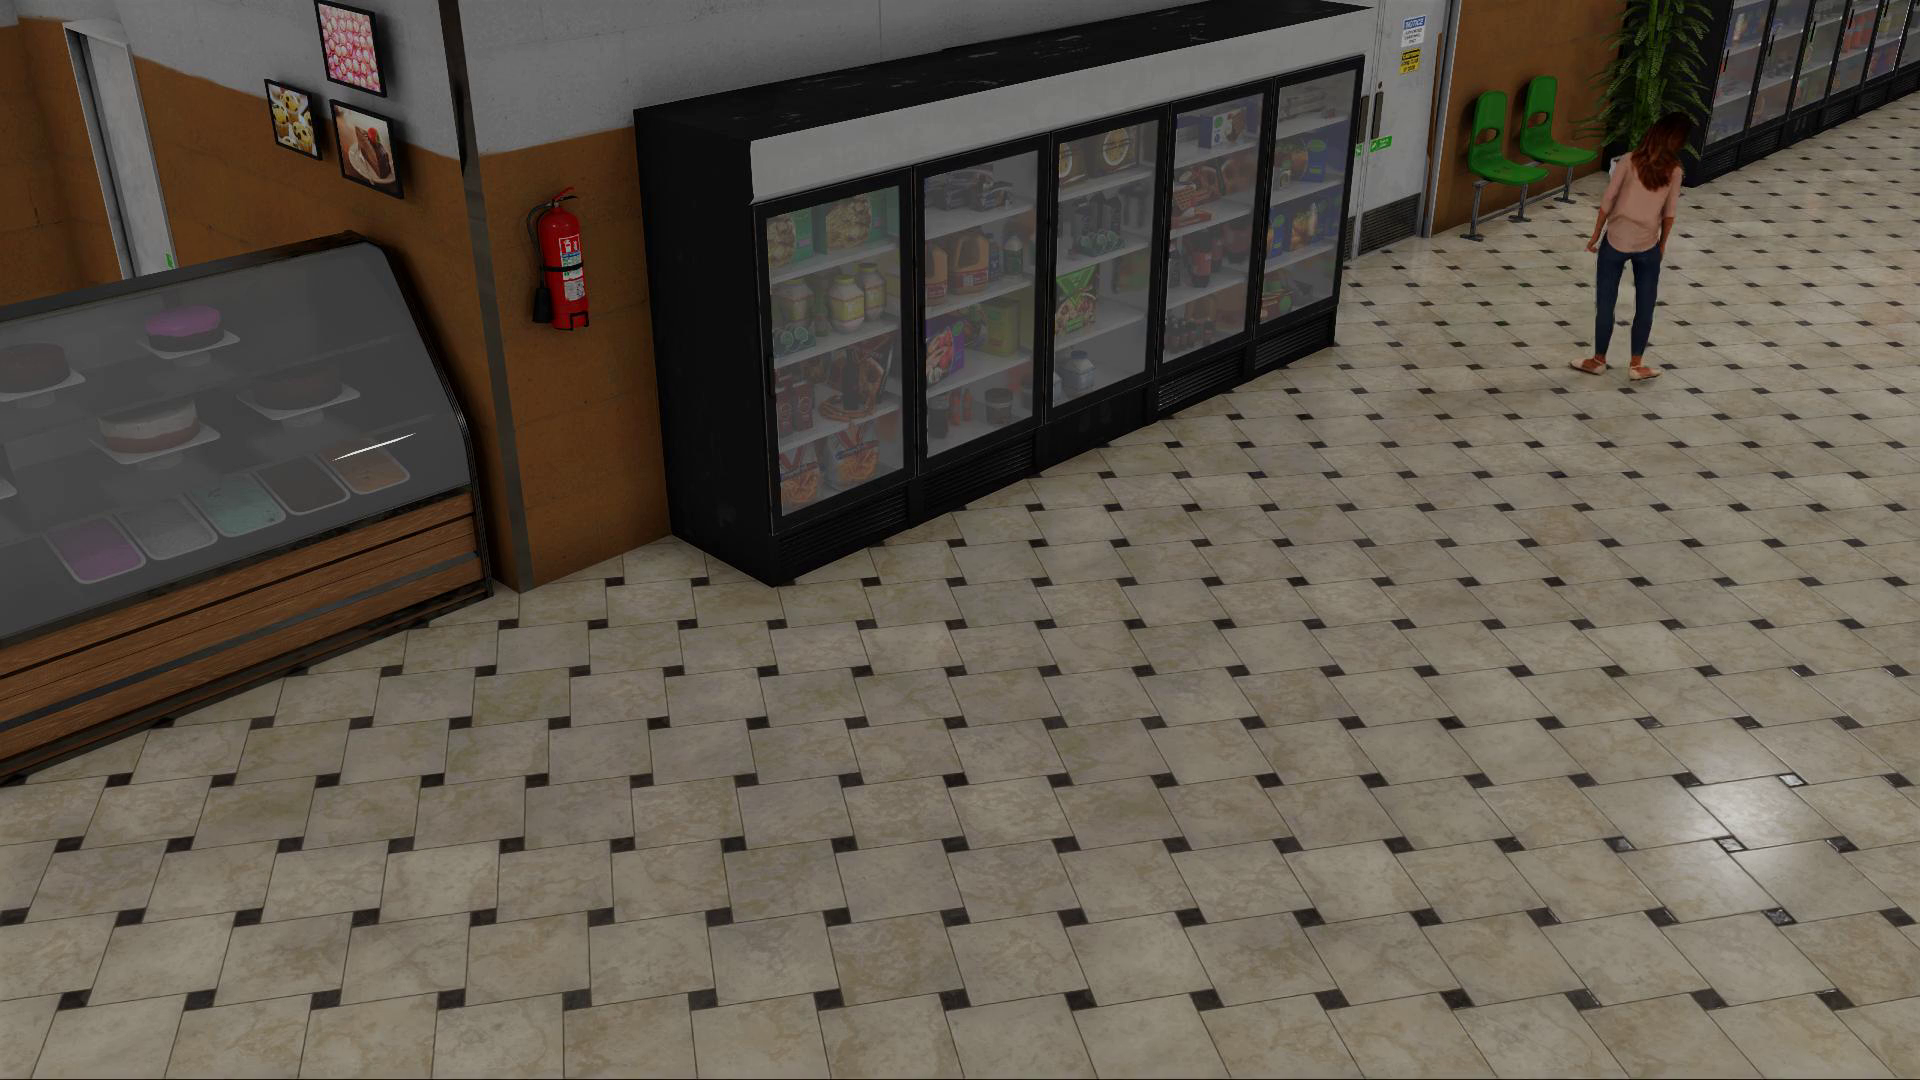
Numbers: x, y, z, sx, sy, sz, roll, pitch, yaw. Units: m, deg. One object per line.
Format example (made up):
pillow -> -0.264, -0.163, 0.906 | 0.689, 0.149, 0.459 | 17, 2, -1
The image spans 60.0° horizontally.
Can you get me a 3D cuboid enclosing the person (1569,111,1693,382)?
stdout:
person -> 4.330, -1.906, 10.840 | 0.784, 1.761, 0.899 | -2, 27, -4
